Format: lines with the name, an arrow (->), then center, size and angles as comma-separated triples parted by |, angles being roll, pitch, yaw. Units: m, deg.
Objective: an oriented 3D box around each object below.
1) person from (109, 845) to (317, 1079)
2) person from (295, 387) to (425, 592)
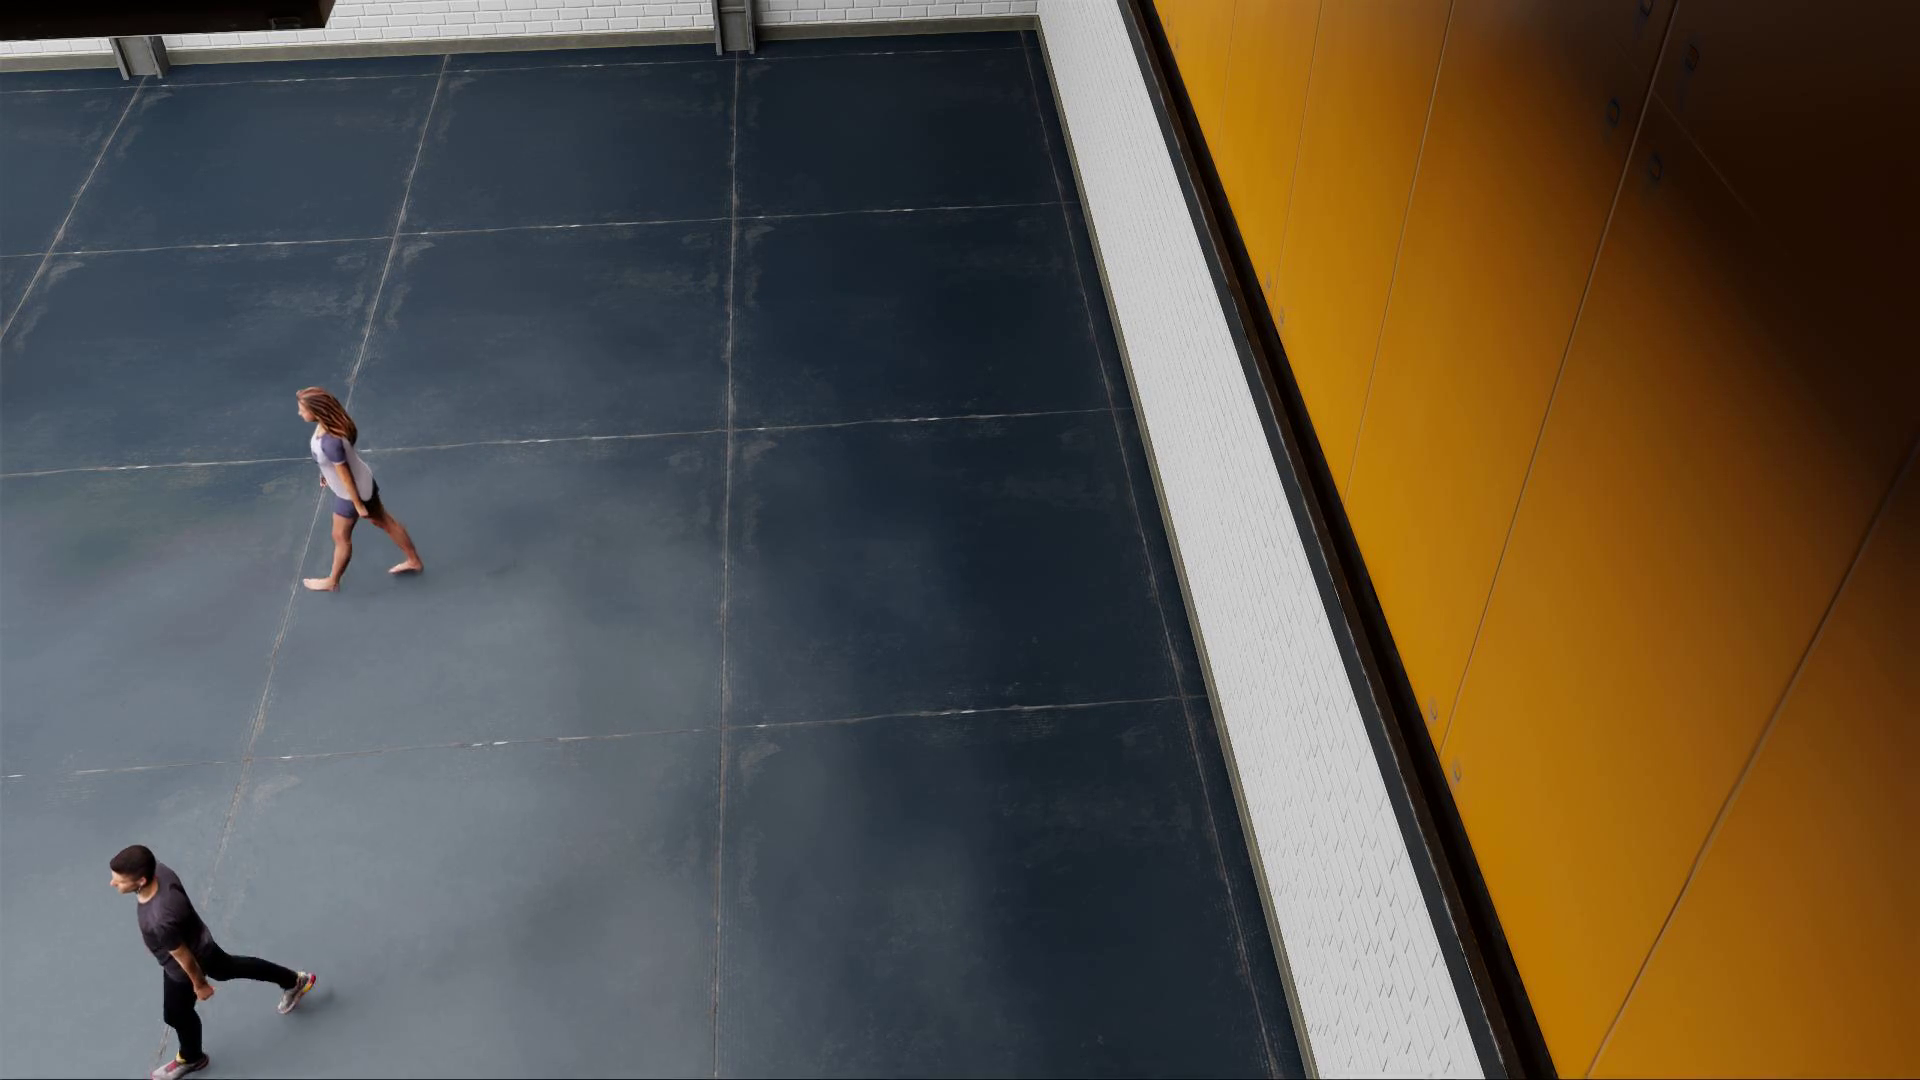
person -> -3.888, 2.090, 8.536 | 1.241, 1.729, 0.983 | -23, 48, -22
person -> -3.964, -0.354, 11.131 | 1.026, 1.689, 0.663 | -8, 44, -8
